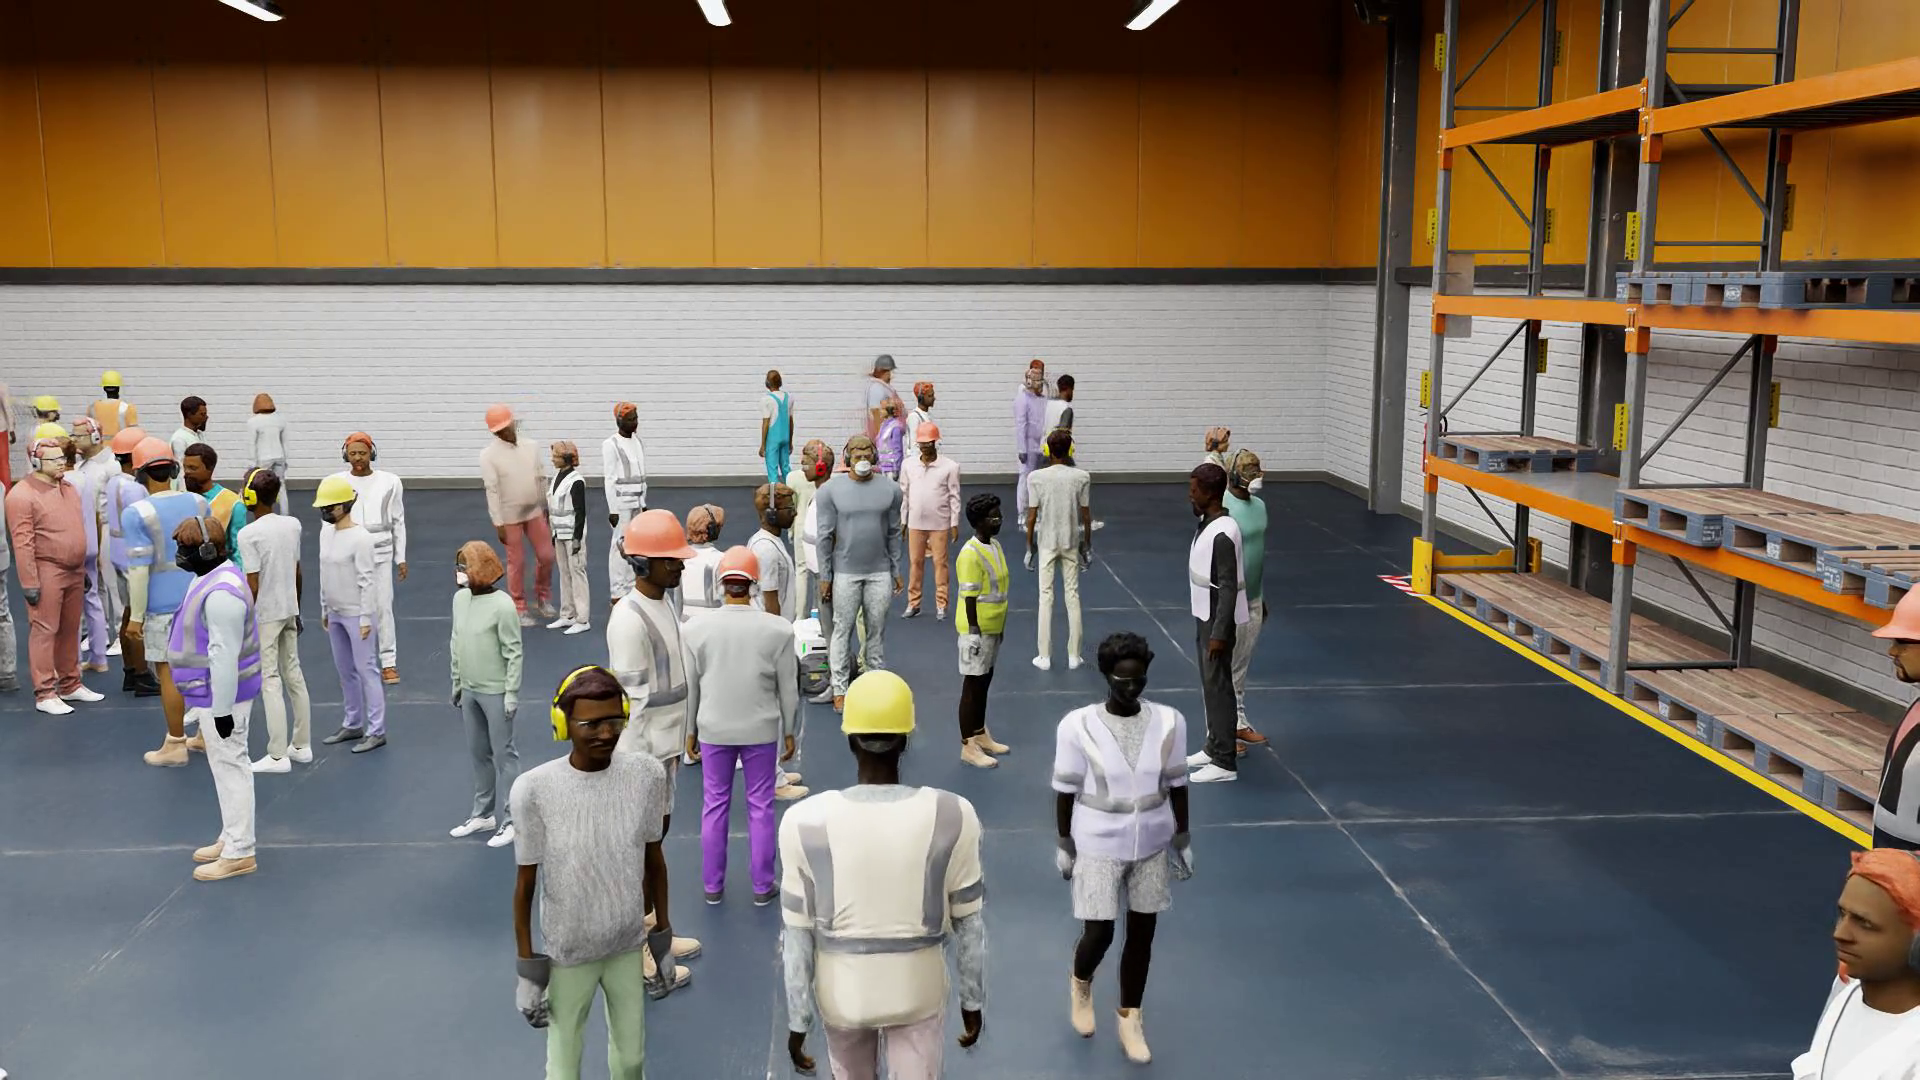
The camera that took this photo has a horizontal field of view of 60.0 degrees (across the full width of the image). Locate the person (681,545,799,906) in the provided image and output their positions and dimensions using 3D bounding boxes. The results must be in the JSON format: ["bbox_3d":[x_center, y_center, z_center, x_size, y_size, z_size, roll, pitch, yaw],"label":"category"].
[{"bbox_3d":[-1.056,0.892,8.004,0.569,1.740,0.354,0,9,-2],"label":"person"}]

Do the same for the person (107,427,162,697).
[{"bbox_3d":[-5.918,0.157,11.990,0.361,1.940,0.543,-8,12,-40],"label":"person"}]

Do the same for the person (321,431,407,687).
[{"bbox_3d":[-4.383,0.141,12.261,0.584,1.882,0.345,-3,10,-20],"label":"person"}]

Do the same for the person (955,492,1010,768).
[{"bbox_3d":[0.143,0.547,10.304,0.318,1.696,0.537,3,9,17],"label":"person"}]

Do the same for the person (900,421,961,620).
[{"bbox_3d":[-0.278,-0.167,14.602,0.562,1.753,0.333,3,9,16],"label":"person"}]

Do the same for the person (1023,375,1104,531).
[{"bbox_3d":[1.182,-1.014,19.604,0.967,1.859,0.588,-4,10,-24],"label":"person"}]

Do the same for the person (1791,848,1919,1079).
[{"bbox_3d":[1.871,1.544,3.452,0.349,1.884,0.584,1,9,8],"label":"person"}]

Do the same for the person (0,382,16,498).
[{"bbox_3d":[-12.755,-1.446,21.870,0.619,1.997,0.373,-3,9,-16],"label":"person"}]

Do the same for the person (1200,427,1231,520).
[{"bbox_3d":[2.340,-0.220,15.294,0.309,1.639,0.523,3,9,16],"label":"person"}]

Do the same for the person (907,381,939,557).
[{"bbox_3d":[-0.394,-0.769,17.982,0.353,1.883,0.577,2,9,12],"label":"person"}]

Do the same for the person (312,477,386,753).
[{"bbox_3d":[-3.914,0.471,10.589,0.526,1.760,0.334,7,11,36],"label":"person"}]

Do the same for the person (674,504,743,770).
[{"bbox_3d":[-1.543,0.598,10.155,0.511,1.641,0.309,7,12,38],"label":"person"}]

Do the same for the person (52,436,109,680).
[{"bbox_3d":[-6.648,0.134,12.473,0.357,1.836,0.511,3,9,17],"label":"person"}]

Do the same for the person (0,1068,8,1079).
[{"bbox_3d":[-3.760,1.141,6.032,0.323,1.870,0.518,3,10,20],"label":"person"}]

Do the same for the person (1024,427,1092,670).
[{"bbox_3d":[0.753,0.066,12.774,0.531,1.873,0.318,-1,9,-5],"label":"person"}]

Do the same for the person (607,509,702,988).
[{"bbox_3d":[-1.294,0.878,7.140,0.391,2.040,0.615,0,9,1],"label":"person"}]

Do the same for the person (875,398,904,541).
[{"bbox_3d":[-0.791,-0.798,18.925,0.309,1.639,0.523,-3,10,-21],"label":"person"}]

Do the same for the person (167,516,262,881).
[{"bbox_3d":[-3.753,0.784,8.404,0.429,1.837,0.623,-5,10,-27],"label":"person"}]

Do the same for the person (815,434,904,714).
[{"bbox_3d":[-0.686,0.231,11.523,0.636,1.939,0.362,-3,10,-21],"label":"person"}]

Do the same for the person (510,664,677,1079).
[{"bbox_3d":[-1.126,1.287,5.157,0.509,1.861,0.328,-6,11,-32],"label":"person"}]

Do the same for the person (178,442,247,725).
[{"bbox_3d":[-5.020,0.301,11.144,0.587,1.922,0.390,3,10,18],"label":"person"}]

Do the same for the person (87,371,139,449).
[{"bbox_3d":[-9.713,-0.983,19.174,0.592,1.929,0.354,0,9,2],"label":"person"}]

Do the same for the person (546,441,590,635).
[{"bbox_3d":[-3.314,-0.025,14.080,0.308,1.637,0.510,-7,11,-38],"label":"person"}]

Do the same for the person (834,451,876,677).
[{"bbox_3d":[-0.761,0.192,12.350,0.333,1.749,0.575,-1,9,-4],"label":"person"}]

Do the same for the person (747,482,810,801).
[{"bbox_3d":[-1.070,0.581,9.623,0.342,1.846,0.508,-2,9,-12],"label":"person"}]

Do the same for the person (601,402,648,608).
[{"bbox_3d":[-3.022,-0.314,15.121,0.341,1.882,0.587,3,10,19],"label":"person"}]

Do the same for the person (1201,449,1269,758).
[{"bbox_3d":[1.762,0.387,10.548,0.372,1.940,0.632,7,11,36],"label":"person"}]

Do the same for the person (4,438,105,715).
[{"bbox_3d":[-6.276,0.242,11.562,0.409,1.908,0.647,1,9,5],"label":"person"}]

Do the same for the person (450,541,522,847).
[{"bbox_3d":[-2.528,0.810,8.847,0.508,1.632,0.265,7,11,36],"label":"person"}]

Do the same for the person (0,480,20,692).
[{"bbox_3d":[-7.004,0.183,11.835,0.416,1.940,0.607,0,9,0],"label":"person"}]

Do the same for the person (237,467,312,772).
[{"bbox_3d":[-4.208,0.487,10.135,0.328,1.873,0.518,3,9,17],"label":"person"}]

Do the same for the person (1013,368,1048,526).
[{"bbox_3d":[0.901,-1.117,20.090,0.409,1.906,0.652,5,10,30],"label":"person"}]

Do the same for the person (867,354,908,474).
[{"bbox_3d":[-1.043,-1.433,21.658,0.758,2.000,0.692,1,9,5],"label":"person"}]

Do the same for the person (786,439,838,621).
[{"bbox_3d":[-1.251,-0.057,14.317,0.494,1.625,0.282,0,9,3],"label":"person"}]

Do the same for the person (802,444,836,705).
[{"bbox_3d":[-0.927,0.237,11.775,0.381,1.844,0.566,-1,9,-9],"label":"person"}]

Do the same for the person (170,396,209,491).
[{"bbox_3d":[-7.153,-0.383,15.486,0.384,1.910,0.596,-1,9,-6],"label":"person"}]

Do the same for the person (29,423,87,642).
[{"bbox_3d":[-7.323,-0.036,13.531,0.403,1.835,0.587,-7,11,-38],"label":"person"}]

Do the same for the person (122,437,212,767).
[{"bbox_3d":[-4.889,0.383,10.262,0.394,2.038,0.605,4,10,23],"label":"person"}]

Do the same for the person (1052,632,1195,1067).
[{"bbox_3d":[0.631,1.173,6.387,0.546,1.680,0.348,-2,9,-14],"label":"person"}]

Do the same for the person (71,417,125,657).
[{"bbox_3d":[-6.877,-0.025,13.239,0.651,1.906,0.403,4,10,23],"label":"person"}]

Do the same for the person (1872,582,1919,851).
[{"bbox_3d":[3.136,1.145,5.461,0.374,2.043,0.612,3,10,19],"label":"person"}]

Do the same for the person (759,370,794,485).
[{"bbox_3d":[-2.306,-1.215,20.906,0.325,1.841,0.517,9,12,43],"label":"person"}]

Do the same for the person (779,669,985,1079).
[{"bbox_3d":[-0.219,1.323,4.832,0.598,1.895,0.894,-1,9,-5],"label":"person"}]

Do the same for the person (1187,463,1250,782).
[{"bbox_3d":[1.536,0.490,9.967,0.370,1.915,0.597,0,9,0],"label":"person"}]

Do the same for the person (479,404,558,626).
[{"bbox_3d":[-3.772,-0.202,14.251,0.435,1.942,0.712,9,13,44],"label":"person"}]

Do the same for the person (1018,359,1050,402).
[{"bbox_3d":[1.040,-1.541,22.853,0.584,1.879,0.366,-8,12,-42],"label":"person"}]

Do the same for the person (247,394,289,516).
[{"bbox_3d":[-8.283,-0.943,19.935,0.359,1.609,0.510,6,11,35],"label":"person"}]
